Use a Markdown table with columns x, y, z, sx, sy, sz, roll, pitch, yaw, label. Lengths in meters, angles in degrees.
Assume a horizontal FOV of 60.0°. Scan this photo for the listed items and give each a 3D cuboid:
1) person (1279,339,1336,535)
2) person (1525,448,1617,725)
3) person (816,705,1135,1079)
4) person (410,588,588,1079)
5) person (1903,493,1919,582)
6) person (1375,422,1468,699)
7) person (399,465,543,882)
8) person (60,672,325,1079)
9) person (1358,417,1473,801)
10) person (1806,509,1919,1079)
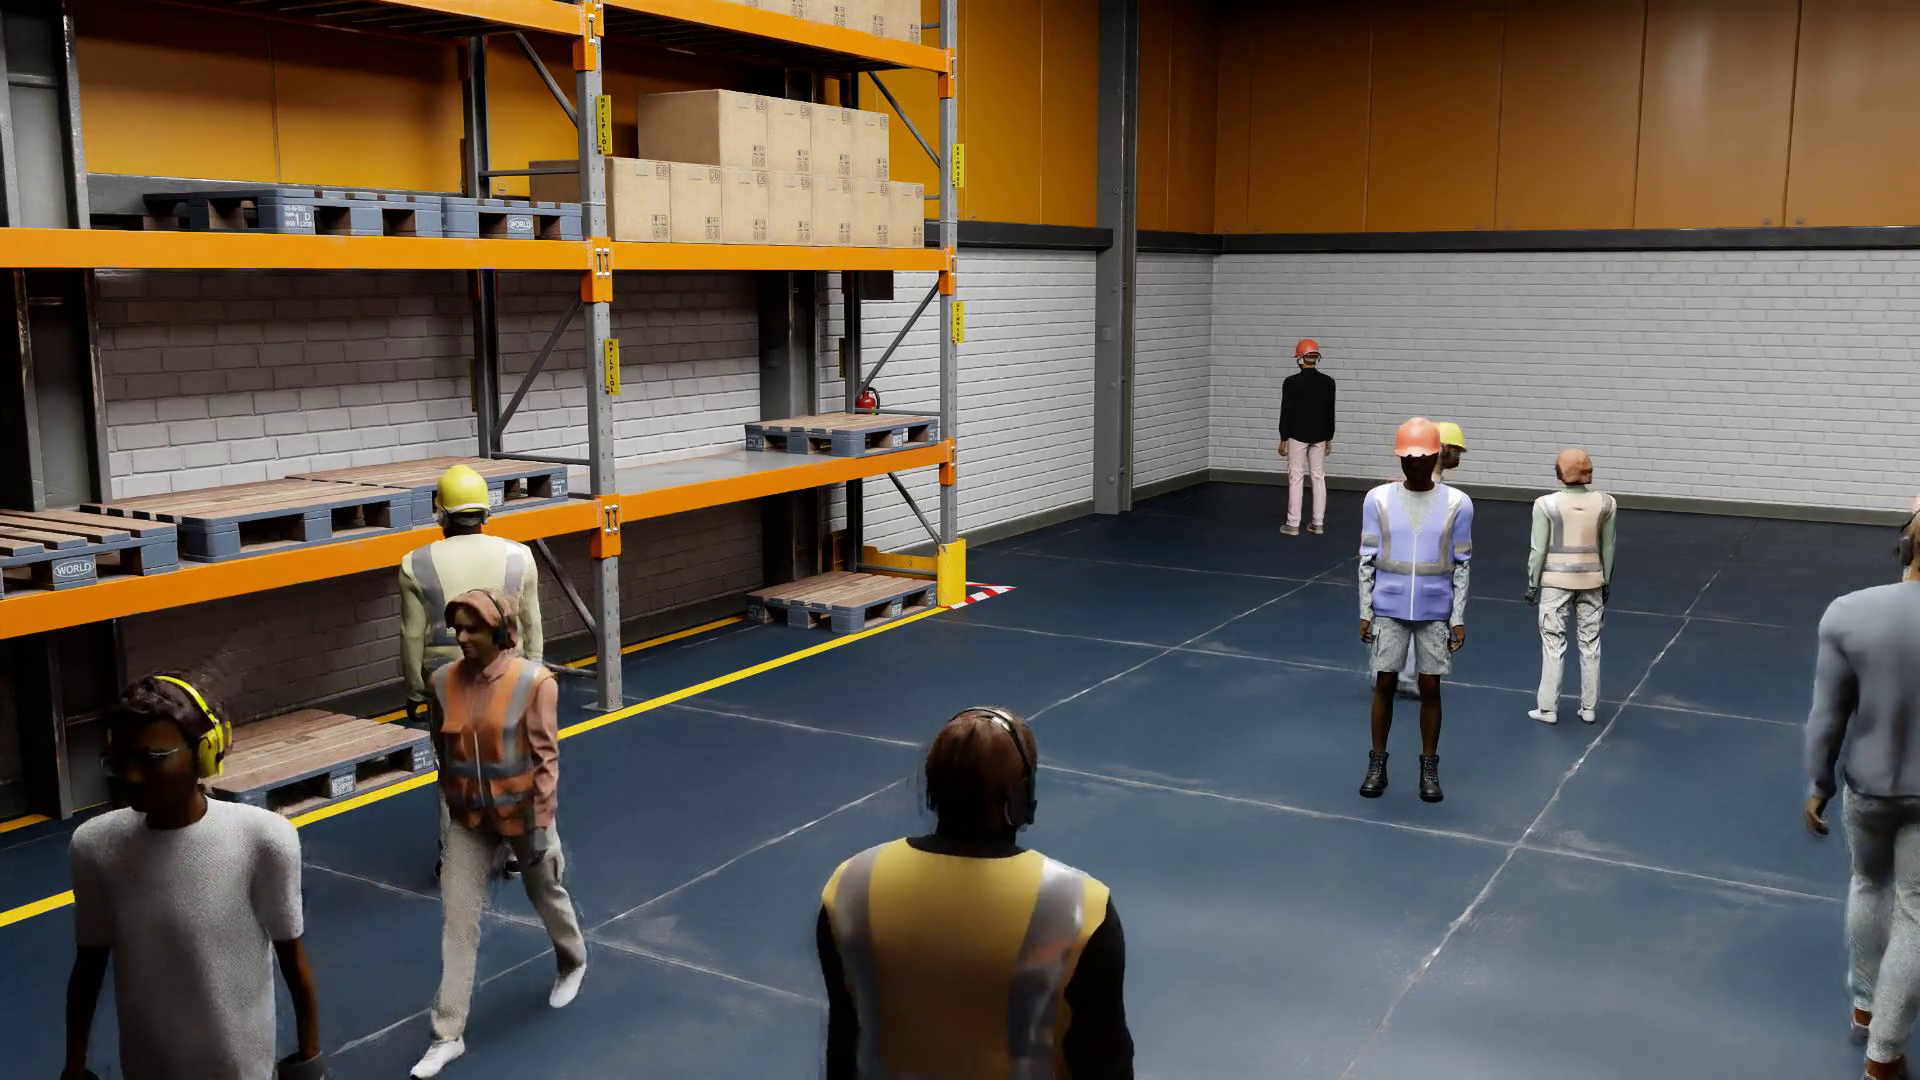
| x | y | z | sx | sy | sz | roll | pitch | yaw | label |
| --- | --- | --- | --- | --- | --- | --- | --- | --- | --- |
| 3.516 | -1.043 | 16.904 | 0.610 | 1.986 | 0.401 | -3 | 10 | -20 | person |
| 3.574 | 0.276 | 9.746 | 0.514 | 1.640 | 0.310 | 0 | 9 | -2 | person |
| 0.022 | 1.229 | 3.233 | 0.656 | 1.824 | 0.508 | 3 | 10 | 21 | person |
| -1.572 | 0.942 | 5.736 | 0.516 | 1.595 | 0.868 | 2 | 9 | 13 | person |
| 5.143 | 0.341 | 8.481 | 0.621 | 1.909 | 0.457 | 8 | 12 | 41 | person |
| 2.881 | 0.127 | 10.403 | 0.540 | 1.718 | 0.555 | 2 | 9 | 14 | person |
| -2.103 | 0.589 | 7.180 | 0.597 | 1.836 | 0.404 | -4 | 10 | -25 | person |
| -1.670 | 1.159 | 3.666 | 0.540 | 1.832 | 0.968 | 1 | 9 | 5 | person |
| 2.274 | 0.350 | 8.360 | 0.548 | 1.938 | 0.358 | 3 | 9 | 16 | person |
| 3.200 | 0.814 | 5.535 | 0.647 | 1.906 | 0.819 | 7 | 11 | 36 | person |
